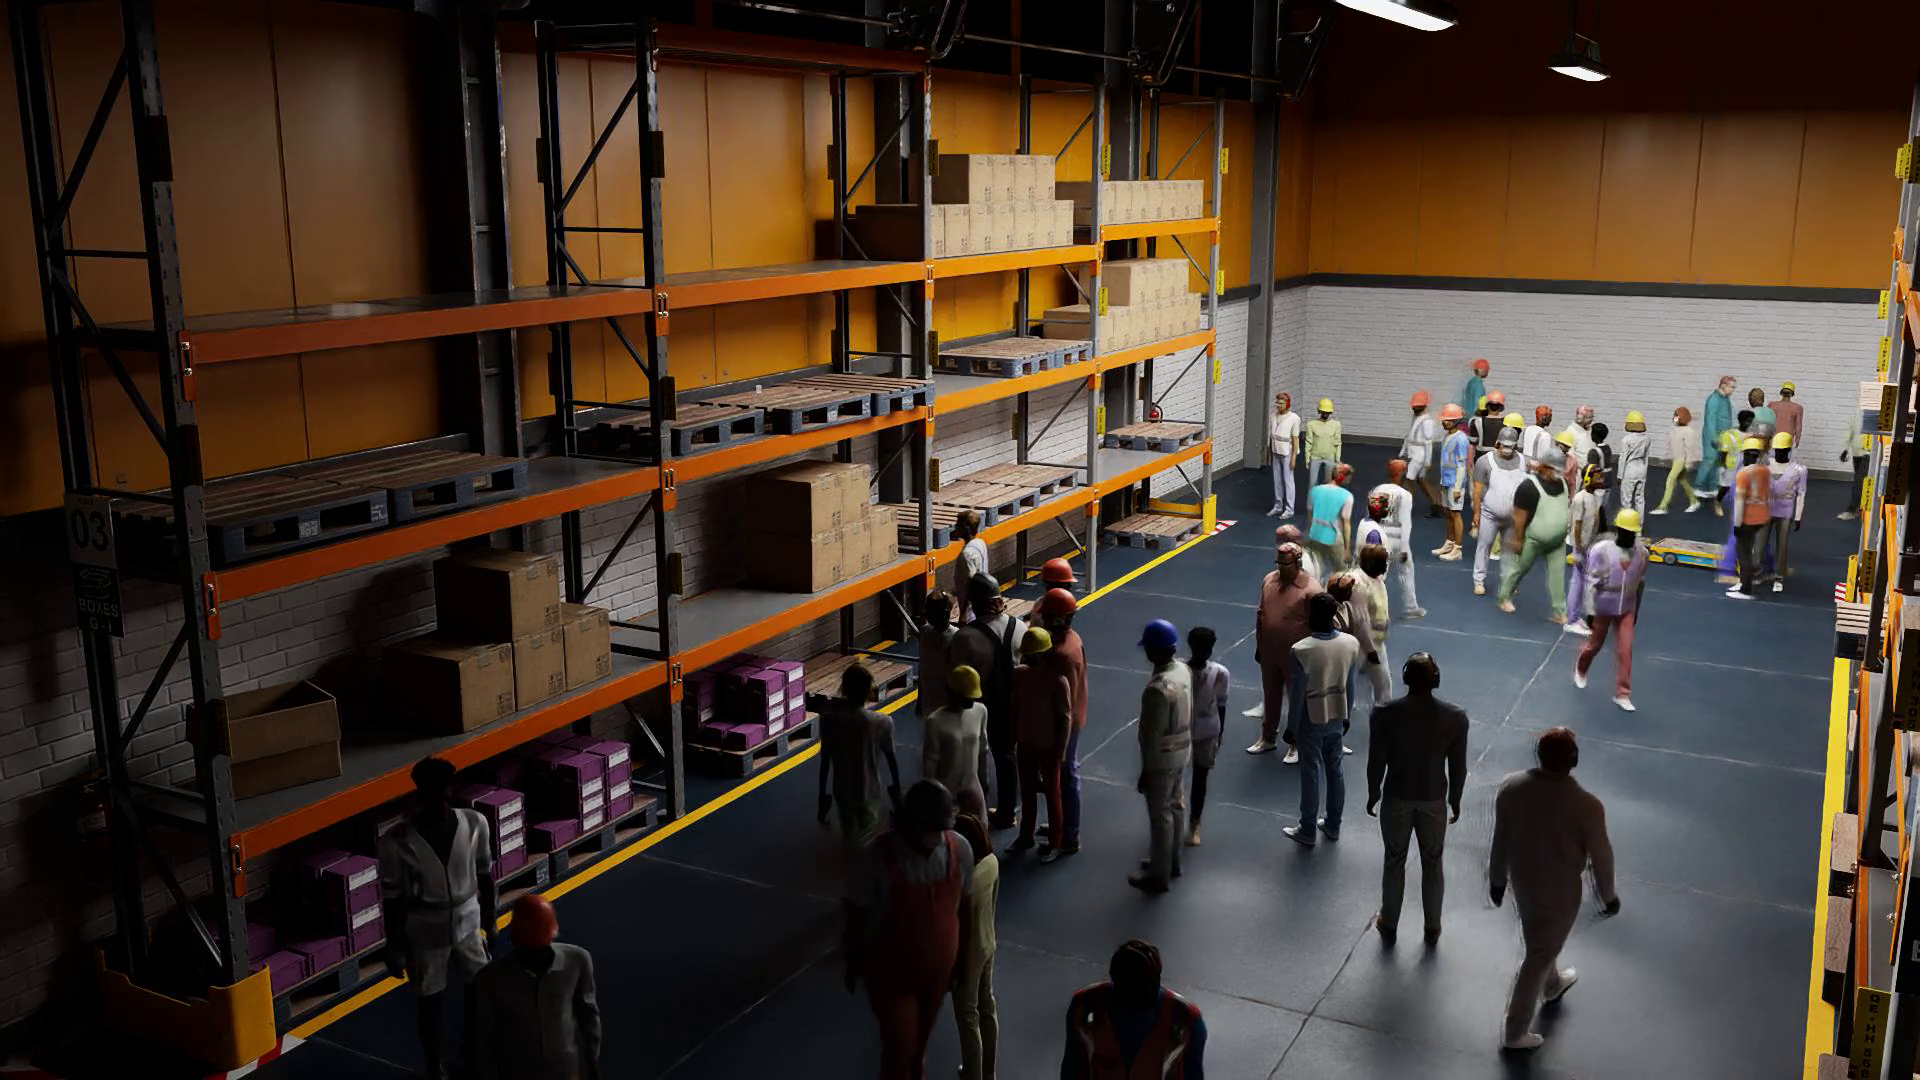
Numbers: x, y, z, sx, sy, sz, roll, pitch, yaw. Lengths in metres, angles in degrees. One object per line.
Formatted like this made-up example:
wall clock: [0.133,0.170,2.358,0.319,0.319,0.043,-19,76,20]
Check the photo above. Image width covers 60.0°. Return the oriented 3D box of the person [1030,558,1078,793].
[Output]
person: [0.738,1.088,13.521,0.421,1.925,0.558,0,13,1]

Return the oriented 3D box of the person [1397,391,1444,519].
person: [6.568,-1.204,23.860,0.962,1.891,0.547,0,13,-1]

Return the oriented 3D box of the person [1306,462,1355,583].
person: [4.092,0.033,18.472,0.519,1.806,0.689,-10,16,-37]

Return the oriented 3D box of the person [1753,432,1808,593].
person: [9.751,-0.337,19.872,0.586,1.928,0.380,11,16,40]

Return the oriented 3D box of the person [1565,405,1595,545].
person: [8.317,-0.876,22.370,0.649,1.896,0.400,-12,18,-44]

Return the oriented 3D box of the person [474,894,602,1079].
person: [-1.948,2.461,7.772,0.583,1.740,0.369,-6,14,-25]

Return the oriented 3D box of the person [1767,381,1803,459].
person: [12.797,-1.592,25.892,0.535,1.752,0.342,6,14,25]

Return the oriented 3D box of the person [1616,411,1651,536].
person: [9.219,-0.903,22.841,0.485,1.737,0.320,-5,14,-22]

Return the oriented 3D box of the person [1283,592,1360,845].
person: [2.692,1.333,12.423,0.589,1.917,0.392,-6,14,-26]

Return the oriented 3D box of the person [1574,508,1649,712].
person: [6.173,0.603,15.752,0.595,1.896,0.877,0,13,-1]

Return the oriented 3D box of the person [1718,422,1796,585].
person: [9.761,-0.457,20.156,0.991,2.000,0.721,3,13,14]

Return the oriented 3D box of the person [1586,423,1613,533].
person: [8.492,-0.719,22.139,0.540,1.679,0.353,-12,17,-43]

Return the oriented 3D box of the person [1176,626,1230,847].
person: [1.758,1.417,12.586,0.532,1.671,0.678,1,13,4]

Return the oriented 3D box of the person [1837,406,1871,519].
person: [13.165,-1.286,24.067,0.936,1.960,0.626,-5,14,-23]

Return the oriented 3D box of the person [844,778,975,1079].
person: [-0.229,2.126,8.590,0.700,2.000,0.693,-7,14,-29]

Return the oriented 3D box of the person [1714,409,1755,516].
person: [11.025,-1.057,23.663,0.533,1.674,0.744,1,13,2]

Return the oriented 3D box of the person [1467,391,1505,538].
person: [7.234,-1.024,22.717,0.617,2.035,0.408,3,13,13]

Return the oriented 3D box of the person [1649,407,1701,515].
person: [10.542,-1.167,24.324,0.821,1.599,0.507,-1,13,-4]

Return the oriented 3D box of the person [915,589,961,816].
person: [-0.152,1.275,12.842,0.344,1.847,0.504,-12,17,-43]

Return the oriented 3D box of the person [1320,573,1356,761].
person: [3.189,1.077,14.215,0.313,1.634,0.514,11,17,40]

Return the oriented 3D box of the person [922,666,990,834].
person: [-0.004,1.678,11.261,0.566,1.728,0.588,-8,15,-33]

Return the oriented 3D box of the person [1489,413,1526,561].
person: [7.047,-0.686,21.464,0.393,1.918,0.585,3,13,13]

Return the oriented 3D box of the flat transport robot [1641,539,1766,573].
flat transport robot: [9.509,0.194,21.239,1.431,0.197,0.652,10,16,39]

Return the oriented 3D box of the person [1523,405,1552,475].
person: [7.773,-0.882,22.435,0.369,1.879,0.585,-3,13,-12]

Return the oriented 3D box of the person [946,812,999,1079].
person: [0.044,2.246,8.972,0.284,1.633,0.497,6,14,26]

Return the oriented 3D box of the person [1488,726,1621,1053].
person: [3.461,1.986,9.643,0.993,1.857,0.665,-9,15,-34]

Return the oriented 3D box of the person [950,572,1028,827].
person: [0.181,1.223,12.634,0.681,2.000,0.535,-8,15,-33]

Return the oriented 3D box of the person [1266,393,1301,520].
person: [4.690,-1.220,24.036,0.390,1.836,0.560,-7,15,-30]

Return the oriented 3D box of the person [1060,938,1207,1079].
person: [0.722,2.560,7.110,0.618,1.839,0.430,3,13,11]

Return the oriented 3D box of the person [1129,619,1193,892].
person: [1.415,1.495,11.625,0.400,1.947,0.605,7,14,27]

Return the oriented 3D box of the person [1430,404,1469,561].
person: [6.322,-0.747,21.480,0.416,2.035,0.609,-1,13,-5]

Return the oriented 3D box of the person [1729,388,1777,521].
person: [11.330,-1.209,23.766,0.627,1.934,0.371,-7,14,-28]

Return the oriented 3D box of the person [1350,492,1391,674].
person: [4.110,0.422,16.657,0.389,1.847,0.567,1,13,4]

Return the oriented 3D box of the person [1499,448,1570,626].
person: [6.483,-0.119,18.641,0.687,2.000,0.993,-4,13,-19]

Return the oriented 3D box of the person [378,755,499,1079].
person: [-2.792,2.089,8.962,0.624,1.955,0.401,-9,15,-34]

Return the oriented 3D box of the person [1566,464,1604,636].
person: [6.837,0.094,18.108,0.398,1.860,0.567,9,15,34]

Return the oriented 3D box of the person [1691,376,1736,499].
person: [11.576,-1.582,25.549,0.493,1.886,0.728,11,16,39]

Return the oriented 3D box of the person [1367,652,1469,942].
person: [2.959,1.677,10.838,0.630,1.936,0.369,2,13,10]

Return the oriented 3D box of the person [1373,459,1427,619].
person: [4.802,0.005,18.542,0.944,1.846,0.587,-8,15,-30]

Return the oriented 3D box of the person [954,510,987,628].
person: [0.091,0.623,15.761,0.331,1.844,0.521,3,13,14]

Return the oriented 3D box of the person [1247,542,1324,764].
person: [2.766,0.950,14.173,0.409,1.904,0.640,-11,17,-42]

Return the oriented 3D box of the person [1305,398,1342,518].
person: [5.234,-1.170,23.990,0.527,1.761,0.339,0,13,0]

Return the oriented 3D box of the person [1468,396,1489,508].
person: [7.717,-1.281,24.595,0.496,1.713,0.468,-3,13,-12]

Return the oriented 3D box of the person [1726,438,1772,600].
person: [9.283,-0.252,19.582,0.611,1.887,0.465,-10,16,-38]

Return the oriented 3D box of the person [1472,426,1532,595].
person: [6.422,-0.348,19.667,0.687,2.000,0.535,0,13,-2]

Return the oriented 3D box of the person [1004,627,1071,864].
person: [0.556,1.482,12.101,0.533,1.765,0.326,11,17,40]

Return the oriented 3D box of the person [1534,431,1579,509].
person: [7.635,-0.577,21.413,0.557,1.729,0.823,4,13,18]

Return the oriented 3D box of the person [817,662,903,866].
person: [-0.657,1.696,11.033,0.543,1.817,1.000,1,13,4]

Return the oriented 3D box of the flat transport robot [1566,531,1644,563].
flat transport robot: [8.429,0.124,21.552,0.652,0.197,1.431,10,16,39]

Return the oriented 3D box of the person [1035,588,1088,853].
person: [0.742,1.326,12.277,0.395,1.994,0.612,1,13,5]

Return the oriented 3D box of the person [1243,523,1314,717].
person: [3.098,0.750,15.178,0.876,1.863,0.670,2,13,9]
